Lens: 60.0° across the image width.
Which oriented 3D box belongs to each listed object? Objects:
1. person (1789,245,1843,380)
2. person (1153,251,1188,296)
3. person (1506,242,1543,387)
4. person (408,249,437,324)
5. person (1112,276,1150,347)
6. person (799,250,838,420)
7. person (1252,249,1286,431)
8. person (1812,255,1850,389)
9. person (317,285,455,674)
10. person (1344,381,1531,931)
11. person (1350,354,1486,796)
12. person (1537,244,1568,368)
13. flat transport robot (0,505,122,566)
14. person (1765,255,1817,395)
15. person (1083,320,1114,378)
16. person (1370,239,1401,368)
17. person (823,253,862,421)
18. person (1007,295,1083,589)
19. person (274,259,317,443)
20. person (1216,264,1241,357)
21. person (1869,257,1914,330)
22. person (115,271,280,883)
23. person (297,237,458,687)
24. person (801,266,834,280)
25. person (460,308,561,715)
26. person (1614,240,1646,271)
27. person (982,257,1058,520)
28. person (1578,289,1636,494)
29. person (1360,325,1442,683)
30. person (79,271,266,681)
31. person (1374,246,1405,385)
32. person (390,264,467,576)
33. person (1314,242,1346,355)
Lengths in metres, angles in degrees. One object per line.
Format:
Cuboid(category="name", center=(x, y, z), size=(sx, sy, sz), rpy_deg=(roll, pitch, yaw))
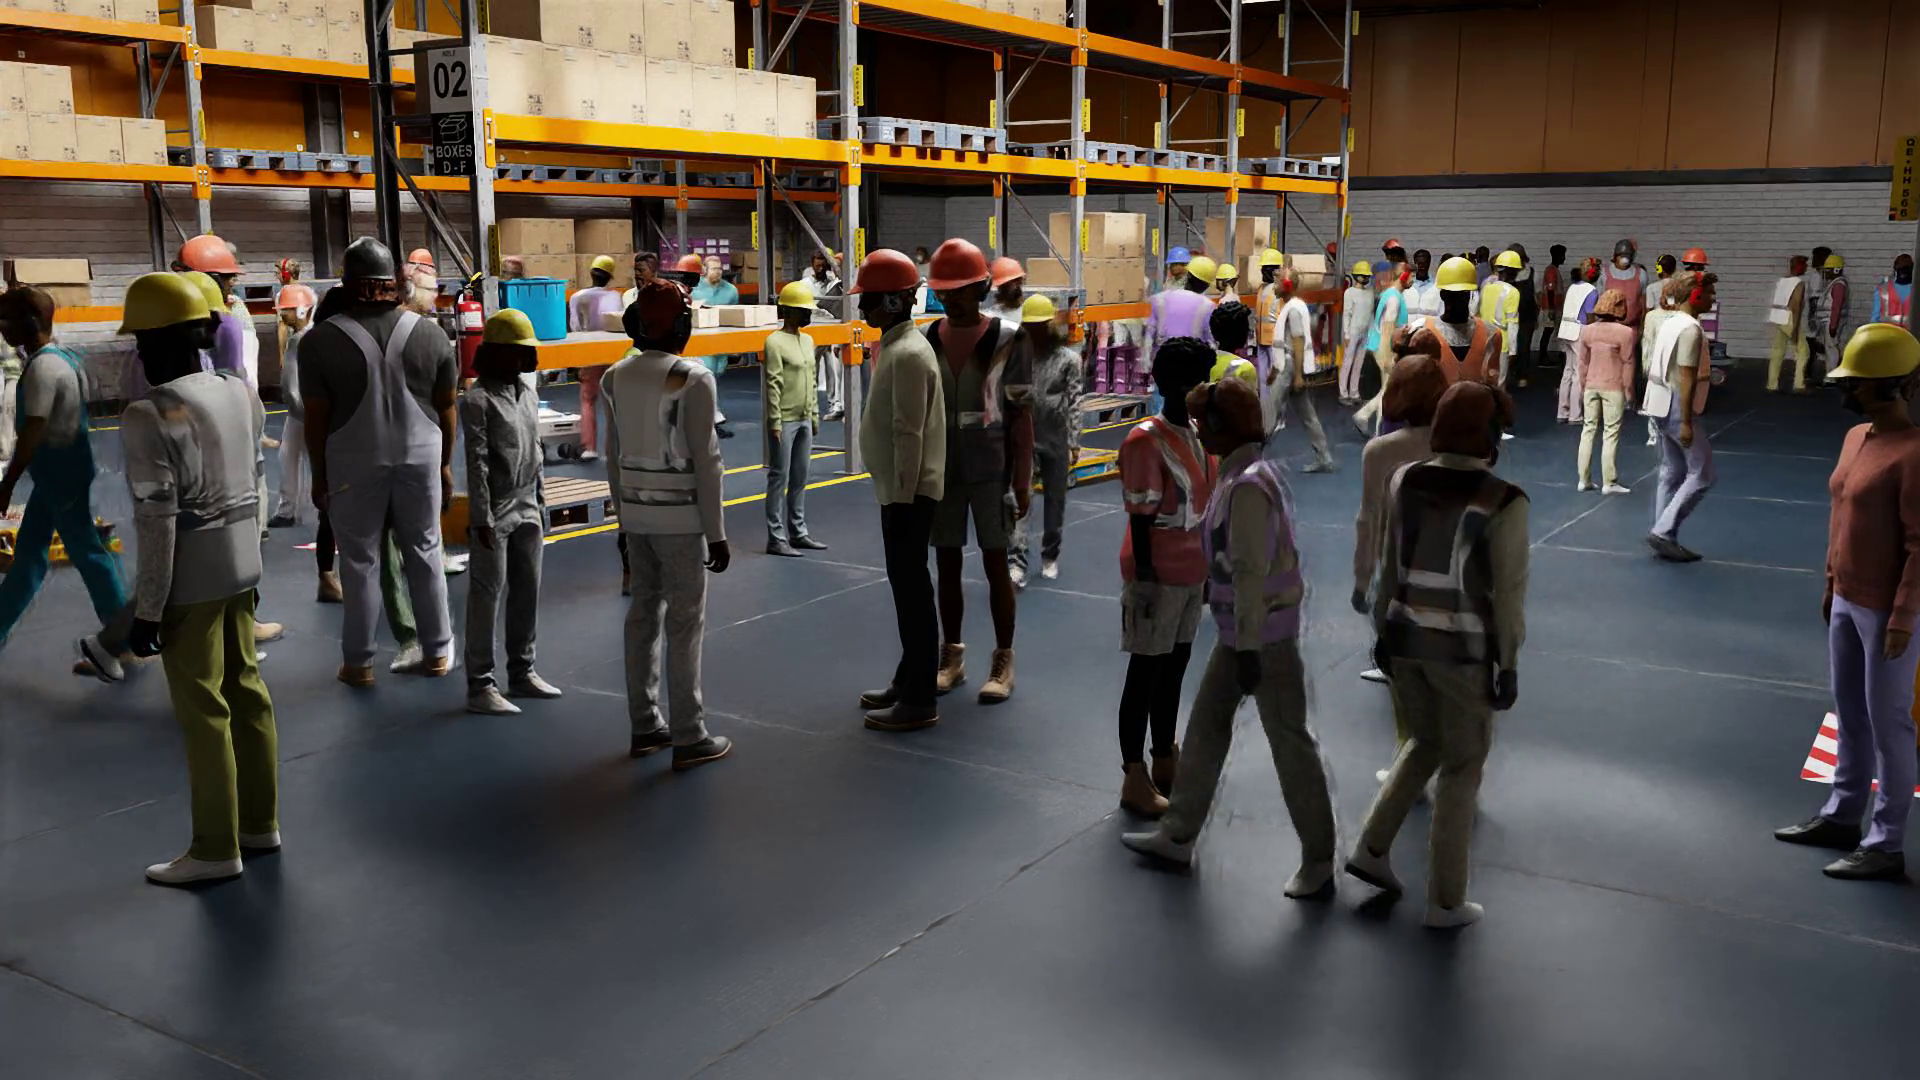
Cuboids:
Cuboid(category="person", center=(12.399, -3.250, 23.906), size=(0.611, 1.945, 0.725), rpy_deg=(-8, 13, -39))
Cuboid(category="person", center=(3.133, -3.330, 24.490), size=(0.589, 1.897, 0.466), rpy_deg=(0, 10, 2))
Cuboid(category="person", center=(7.745, -3.172, 23.207), size=(0.689, 2.000, 0.867), rpy_deg=(3, 11, 15))
Cuboid(category="person", center=(-6.090, -2.319, 18.818), size=(0.548, 1.923, 0.391), rpy_deg=(6, 12, 31))
Cuboid(category="person", center=(2.324, -2.967, 22.712), size=(0.636, 1.816, 0.549), rpy_deg=(5, 12, 28))
Cuboid(category="person", center=(-1.577, -2.314, 18.831), size=(0.604, 1.906, 0.407), rpy_deg=(-4, 11, -22))
Cuboid(category="person", center=(3.306, -2.127, 17.730), size=(0.366, 1.927, 0.591), rpy_deg=(-5, 11, -26))
Cuboid(category="person", center=(11.907, -2.974, 22.726), size=(0.403, 1.824, 0.591), rpy_deg=(4, 11, 23))
Cuboid(category="person", center=(-2.661, -0.267, 7.694), size=(0.566, 1.825, 0.481), rpy_deg=(-2, 10, -10))
Cuboid(category="person", center=(1.420, 0.338, 4.941), size=(0.405, 1.619, 0.531), rpy_deg=(-6, 12, -32))
Cuboid(category="person", center=(1.673, 0.139, 6.021), size=(0.502, 1.616, 0.373), rpy_deg=(-4, 11, -21))
Cuboid(category="person", center=(9.417, -3.717, 26.455), size=(0.368, 1.958, 0.599), rpy_deg=(4, 11, 22))
Cuboid(category="flat transport robot", center=(-6.106, -0.055, 10.842), size=(1.431, 0.197, 0.652), rpy_deg=(9, 14, 41))
Cuboid(category="person", center=(10.956, -2.803, 21.781), size=(0.706, 1.823, 0.568), rpy_deg=(-1, 10, -4))
Cuboid(category="person", center=(2.044, -3.358, 24.404), size=(0.410, 1.985, 0.613), rpy_deg=(-10, 14, -43))
Cuboid(category="person", center=(6.774, -3.722, 26.261), size=(0.394, 2.038, 0.605), rpy_deg=(-10, 14, -43))
Cuboid(category="person", center=(-1.274, -2.245, 18.510), size=(0.574, 1.882, 0.358), rpy_deg=(9, 14, 42))
Cuboid(category="person", center=(0.460, -0.564, 9.678), size=(0.503, 1.696, 0.884), rpy_deg=(2, 10, 11))
Cuboid(category="person", center=(-6.602, -1.881, 16.631), size=(0.394, 1.836, 0.560), rpy_deg=(3, 11, 15))
Cuboid(category="person", center=(2.828, -2.038, 17.685), size=(0.330, 1.769, 0.526), rpy_deg=(5, 11, 24))
Cuboid(category="person", center=(10.886, -2.355, 19.280), size=(0.642, 1.823, 0.537), rpy_deg=(5, 12, 28))
Cuboid(category="person", center=(-2.413, 0.125, 5.258), size=(0.368, 1.926, 0.587), rpy_deg=(2, 10, 9))
Cuboid(category="person", center=(-2.663, -0.358, 7.613), size=(0.684, 2.000, 0.538), rpy_deg=(-6, 12, -31))
Cuboid(category="person", center=(-2.142, -3.491, 25.435), size=(0.706, 1.882, 0.500), rpy_deg=(1, 10, 3))
Cuboid(category="person", center=(-1.930, -0.123, 7.175), size=(0.322, 1.737, 0.489), rpy_deg=(4, 11, 23))
Cuboid(category="person", center=(9.878, -3.427, 24.746), size=(0.672, 2.020, 0.344), rpy_deg=(9, 14, 42))
Cuboid(category="person", center=(0.427, -1.045, 11.839), size=(0.586, 1.897, 0.550), rpy_deg=(0, 10, 0))
Cuboid(category="person", center=(5.174, -1.183, 13.311), size=(0.285, 1.633, 0.498), rpy_deg=(-6, 12, -31))
Cuboid(category="person", center=(2.062, -0.156, 7.607), size=(0.309, 1.641, 0.511), rpy_deg=(9, 14, 42))
Cuboid(category="person", center=(-3.628, -0.269, 7.557), size=(0.761, 1.892, 0.618), rpy_deg=(-10, 14, -43))
Cuboid(category="person", center=(6.051, -3.112, 23.154), size=(0.619, 1.927, 0.885), rpy_deg=(3, 11, 18))
Cuboid(category="person", center=(-3.233, -0.719, 10.069), size=(0.798, 1.870, 0.660), rpy_deg=(1, 10, 8))
Cuboid(category="person", center=(6.278, -4.055, 28.257), size=(0.614, 1.985, 0.411), rpy_deg=(-3, 11, -16))
